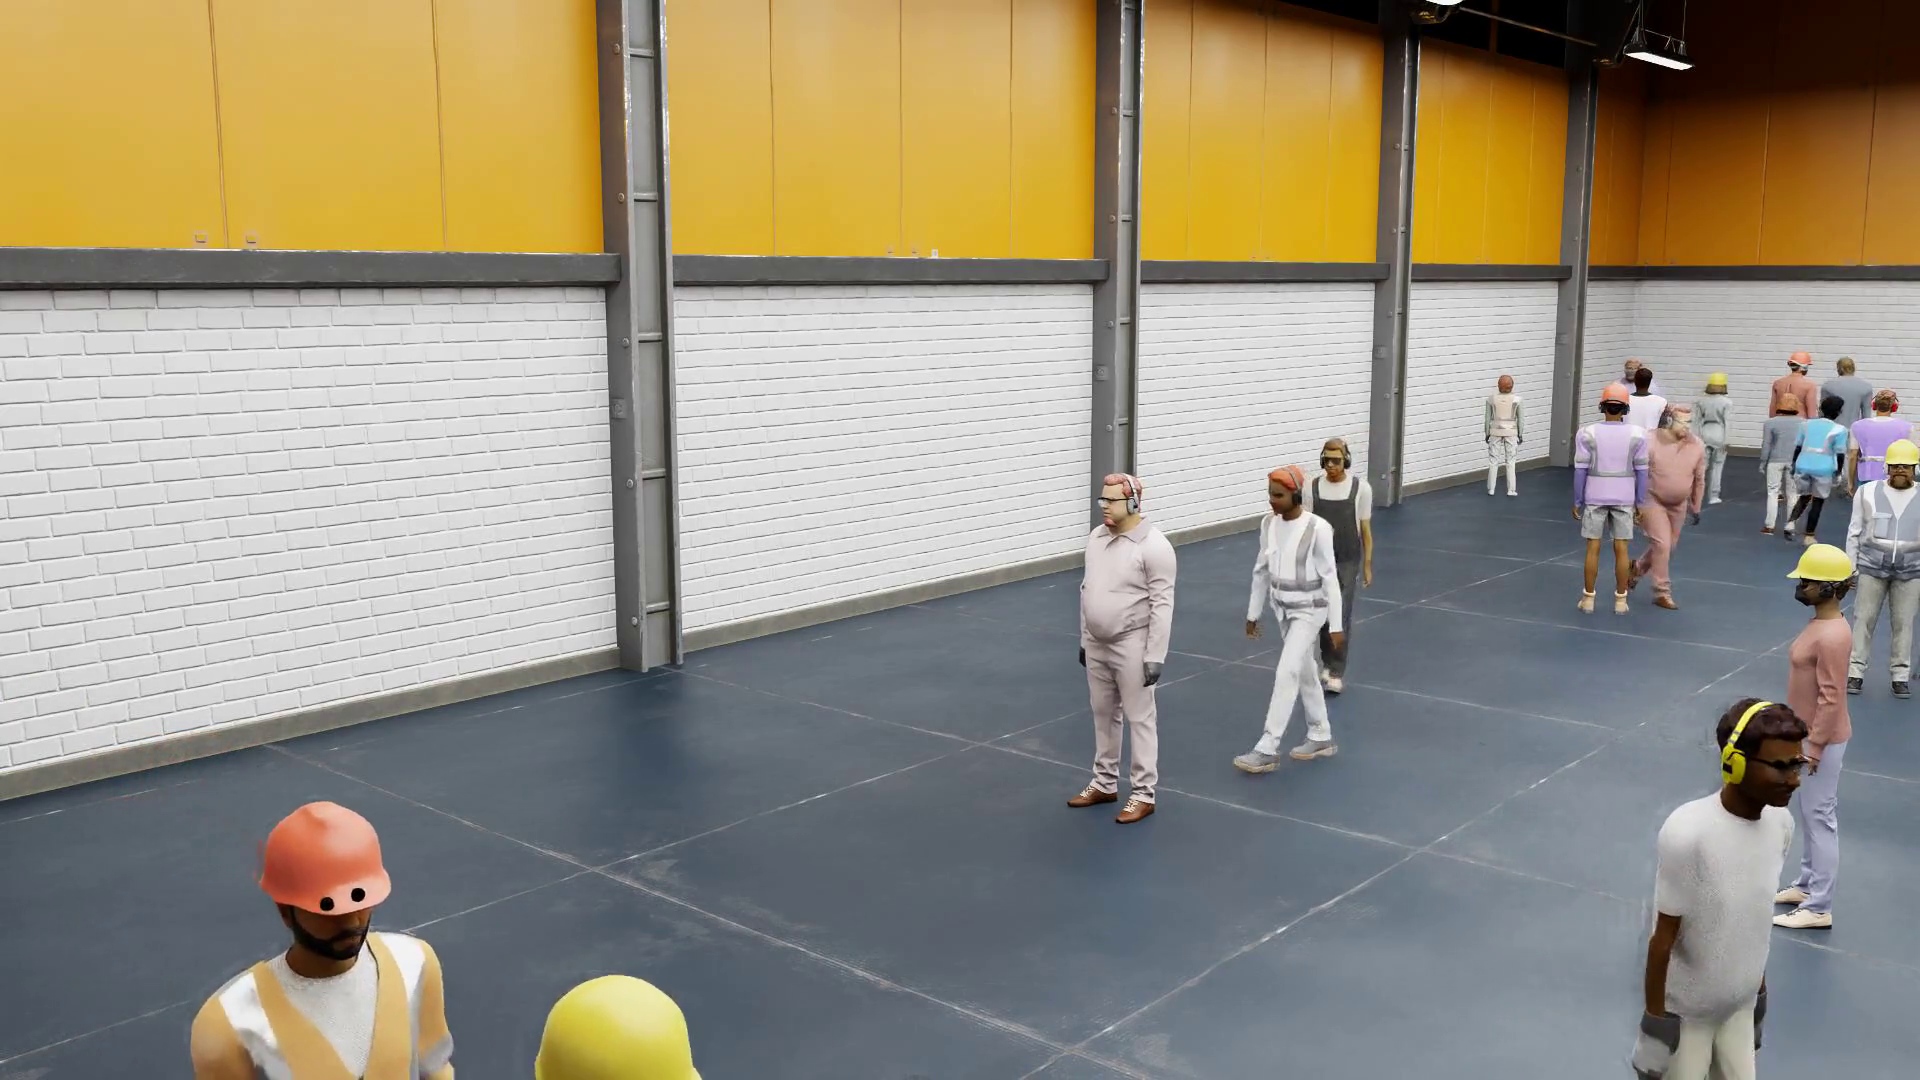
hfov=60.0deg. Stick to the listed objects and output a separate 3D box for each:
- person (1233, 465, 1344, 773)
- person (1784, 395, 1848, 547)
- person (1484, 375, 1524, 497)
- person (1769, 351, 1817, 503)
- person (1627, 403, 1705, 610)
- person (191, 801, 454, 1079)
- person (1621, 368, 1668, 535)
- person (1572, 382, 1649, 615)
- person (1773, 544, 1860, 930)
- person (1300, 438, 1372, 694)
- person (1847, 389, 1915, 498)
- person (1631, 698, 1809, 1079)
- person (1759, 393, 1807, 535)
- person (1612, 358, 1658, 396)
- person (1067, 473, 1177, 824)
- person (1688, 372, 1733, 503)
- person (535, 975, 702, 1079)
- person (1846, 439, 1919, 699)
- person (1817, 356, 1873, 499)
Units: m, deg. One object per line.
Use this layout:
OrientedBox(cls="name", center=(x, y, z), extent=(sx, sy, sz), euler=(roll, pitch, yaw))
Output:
OrientedBox(cls="person", center=(1.955, 0.472, 10.002), extent=(0.923, 1.839, 0.621), euler=(-5, 10, -27))
OrientedBox(cls="person", center=(9.369, -0.744, 18.158), extent=(0.447, 1.671, 0.558), euler=(-6, 11, -34))
OrientedBox(cls="person", center=(7.321, -1.401, 22.396), extent=(0.514, 1.645, 0.308), euler=(4, 10, 25))
OrientedBox(cls="person", center=(10.907, -1.473, 21.757), extent=(0.392, 1.990, 0.623), euler=(-5, 11, -30))
OrientedBox(cls="person", center=(6.375, -0.342, 15.135), extent=(0.653, 1.858, 0.857), euler=(-1, 9, -8))
OrientedBox(cls="person", center=(-1.375, 1.461, 3.618), extent=(0.899, 1.911, 0.551), euler=(8, 12, 40))
OrientedBox(cls="person", center=(7.780, -1.009, 19.073), extent=(0.590, 1.919, 0.397), euler=(4, 10, 22))
OrientedBox(cls="person", center=(5.697, -0.359, 14.608), extent=(0.608, 2.044, 0.377), euler=(3, 9, 16))
OrientedBox(cls="person", center=(3.898, 0.894, 7.610), extent=(0.309, 1.769, 0.525), euler=(3, 10, 21))
OrientedBox(cls="person", center=(2.643, 0.188, 11.890), extent=(0.536, 1.809, 0.849), euler=(4, 10, 24))
OrientedBox(cls="person", center=(9.138, -0.571, 16.549), extent=(0.566, 1.846, 0.389), euler=(5, 10, 28))
OrientedBox(cls="person", center=(2.044, 1.312, 4.745), extent=(0.535, 1.845, 0.684), euler=(-4, 10, -25))
OrientedBox(cls="person", center=(9.438, -0.865, 19.064), extent=(0.509, 1.632, 0.268), euler=(2, 9, 12))
OrientedBox(cls="person", center=(8.754, -1.436, 21.848), extent=(0.673, 1.881, 0.785), euler=(8, 12, 41))
OrientedBox(cls="person", center=(0.870, 0.582, 9.125), extent=(0.408, 1.908, 0.646), euler=(-7, 12, -38))
OrientedBox(cls="person", center=(9.757, -1.317, 21.618), extent=(0.550, 1.729, 0.490), euler=(-7, 11, -36))
OrientedBox(cls="person", center=(-0.523, 1.612, 2.716), extent=(0.638, 1.891, 0.586), euler=(4, 10, 25))
OrientedBox(cls="person", center=(6.575, 0.201, 11.739), extent=(0.587, 1.835, 0.403), euler=(4, 10, 25))
OrientedBox(cls="person", center=(11.682, -1.459, 21.946), extent=(0.647, 1.910, 0.732), euler=(2, 9, 10))
